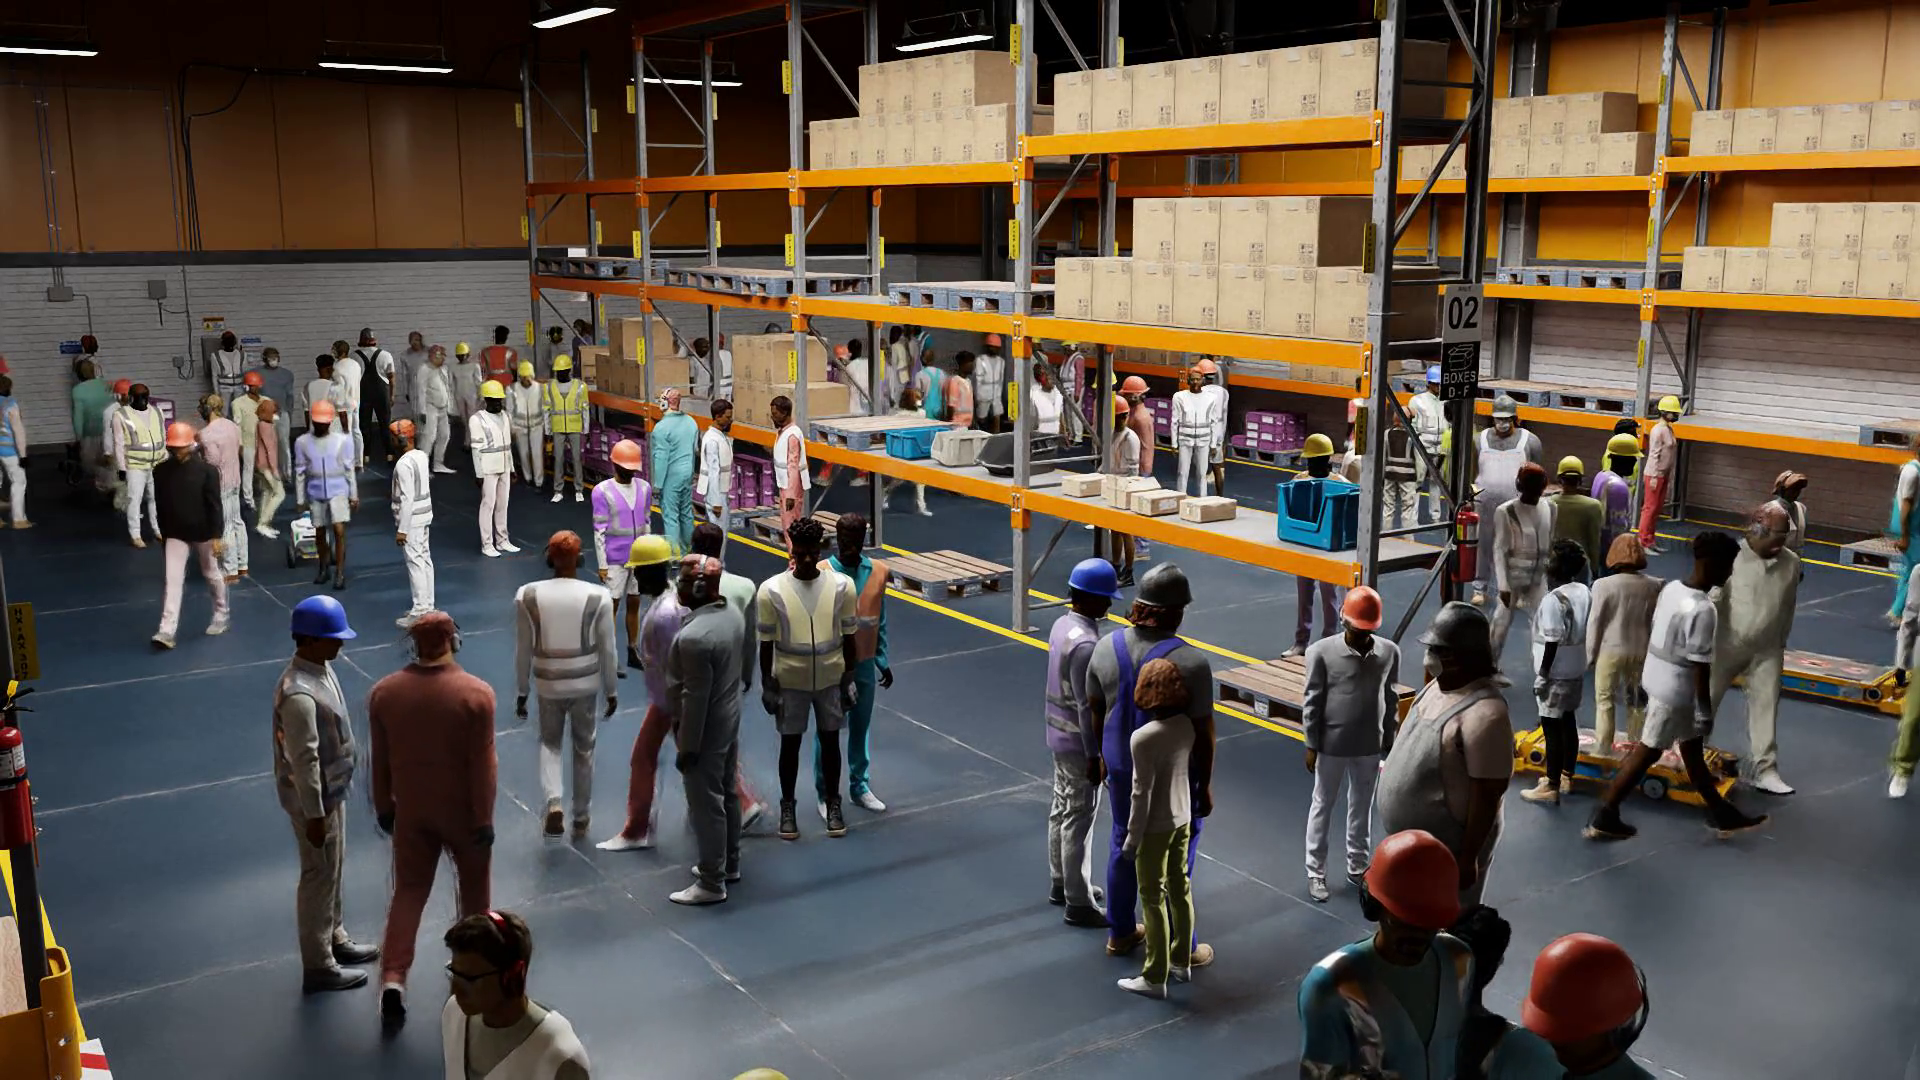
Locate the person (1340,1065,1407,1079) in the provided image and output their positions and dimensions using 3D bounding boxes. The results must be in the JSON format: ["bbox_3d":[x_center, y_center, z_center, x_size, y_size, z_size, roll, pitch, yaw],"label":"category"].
[{"bbox_3d":[0.798,2.055,3.634,0.564,1.922,0.645,-2,11,-10],"label":"person"}]

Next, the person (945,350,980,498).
[{"bbox_3d":[0.113,-1.510,21.811,0.718,1.940,0.644,4,12,19],"label":"person"}]

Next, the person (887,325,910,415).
[{"bbox_3d":[-1.065,-2.602,27.566,0.429,1.903,0.620,2,11,10],"label":"person"}]

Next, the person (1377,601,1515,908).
[{"bbox_3d":[2.119,1.266,7.374,0.537,2.000,0.682,-1,11,-5],"label":"person"}]

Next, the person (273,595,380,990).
[{"bbox_3d":[-3.055,1.207,7.967,0.419,1.933,0.615,-3,11,-14],"label":"person"}]

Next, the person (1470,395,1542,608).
[{"bbox_3d":[5.116,-0.370,15.744,0.682,2.000,0.535,5,12,23],"label":"person"}]

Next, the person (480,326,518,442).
[{"bbox_3d":[-7.487,-2.501,26.984,0.663,1.928,0.615,-1,11,-4],"label":"person"}]

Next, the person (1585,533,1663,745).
[{"bbox_3d":[4.379,0.763,11.010,0.495,1.627,0.272,-2,11,-10],"label":"person"}]

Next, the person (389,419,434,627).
[{"bbox_3d":[-4.966,-0.158,15.057,0.356,1.887,0.573,0,11,-2],"label":"person"}]

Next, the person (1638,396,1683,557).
[{"bbox_3d":[7.662,-0.699,18.164,0.344,1.760,0.526,9,14,38],"label":"person"}]

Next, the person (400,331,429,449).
[{"bbox_3d":[-8.620,-2.431,26.727,0.675,1.880,0.741,-1,11,-5],"label":"person"}]

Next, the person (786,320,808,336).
[{"bbox_3d":[-3.000,-3.193,30.704,0.626,1.844,0.429,1,11,4],"label":"person"}]

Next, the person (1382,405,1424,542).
[{"bbox_3d":[4.828,-0.651,18.210,0.513,1.642,0.313,10,15,42],"label":"person"}]

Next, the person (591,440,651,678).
[{"bbox_3d":[-2.683,0.142,13.421,0.389,1.926,0.547,11,15,43],"label":"person"}]

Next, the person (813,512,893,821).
[{"bbox_3d":[-0.697,0.764,10.273,0.587,1.914,0.390,-7,13,-33],"label":"person"}]

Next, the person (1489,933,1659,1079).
[{"bbox_3d":[1.522,1.916,4.187,0.392,1.986,0.609,-8,13,-35],"label":"person"}]

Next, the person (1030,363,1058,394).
[{"bbox_3d":[1.103,-1.594,22.887,0.531,1.698,0.320,-6,12,-27],"label":"person"}]

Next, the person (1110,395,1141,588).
[{"bbox_3d":[1.568,-0.485,16.624,0.374,1.929,0.542,-4,12,-22],"label":"person"}]

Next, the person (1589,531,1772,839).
[{"bbox_3d":[4.240,0.868,9.762,1.009,1.898,0.638,2,11,10],"label":"person"}]

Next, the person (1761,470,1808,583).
[{"bbox_3d":[6.722,0.240,13.652,0.514,1.640,0.309,-6,13,-28],"label":"person"}]

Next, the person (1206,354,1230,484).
[{"bbox_3d":[3.502,-1.785,23.010,0.403,2.033,0.606,5,12,25],"label":"person"}]

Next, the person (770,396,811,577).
[{"bbox_3d":[-1.724,-0.505,16.797,0.414,1.907,0.596,-3,12,-16],"label":"person"}]

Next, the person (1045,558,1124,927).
[{"bbox_3d":[0.646,1.050,8.743,0.402,1.937,0.604,-2,11,-10],"label":"person"}]

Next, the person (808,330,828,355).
[{"bbox_3d":[-2.616,-3.017,30.327,0.308,1.640,0.511,10,15,43],"label":"person"}]

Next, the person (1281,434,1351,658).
[{"bbox_3d":[2.952,0.074,13.764,0.385,1.925,0.592,-11,15,-44],"label":"person"}]

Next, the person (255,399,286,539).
[{"bbox_3d":[-7.908,-0.810,19.083,0.332,1.613,0.594,-6,12,-27],"label":"person"}]

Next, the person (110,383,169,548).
[{"bbox_3d":[-9.161,-0.843,18.683,0.429,1.839,0.634,7,13,33],"label":"person"}]

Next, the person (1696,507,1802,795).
[{"bbox_3d":[5.106,0.684,10.860,0.717,1.848,0.970,0,11,0],"label":"person"}]

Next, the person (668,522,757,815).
[{"bbox_3d":[-1.502,0.821,10.049,0.581,1.879,0.874,0,11,-2],"label":"person"}]

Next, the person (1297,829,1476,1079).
[{"bbox_3d":[1.223,1.784,4.723,0.609,2.040,0.394,-6,13,-30],"label":"person"}]

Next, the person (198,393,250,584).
[{"bbox_3d":[-7.449,-0.520,16.777,0.354,1.937,0.635,0,11,2],"label":"person"}]

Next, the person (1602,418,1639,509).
[{"bbox_3d":[6.612,-0.385,16.701,0.540,1.697,0.318,-10,15,-42],"label":"person"}]

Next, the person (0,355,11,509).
[{"bbox_3d":[-12.276,-1.395,21.158,0.397,1.995,0.775,-9,14,-40],"label":"person"}]

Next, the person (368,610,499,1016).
[{"bbox_3d":[-2.505,1.267,7.886,0.646,1.852,0.997,1,11,5],"label":"person"}]

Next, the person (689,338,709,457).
[{"bbox_3d":[-4.007,-2.193,25.599,0.356,1.838,0.509,5,12,23],"label":"person"}]

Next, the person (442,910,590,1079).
[{"bbox_3d":[-1.227,1.895,4.666,0.570,1.844,0.380,9,14,39],"label":"person"}]

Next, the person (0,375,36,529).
[{"bbox_3d":[-11.329,-1.037,19.694,0.638,1.842,0.431,3,11,15],"label":"person"}]

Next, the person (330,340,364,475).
[{"bbox_3d":[-8.788,-1.892,23.795,0.364,1.939,0.636,2,11,9],"label":"person"}]

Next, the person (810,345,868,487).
[{"bbox_3d":[-1.643,-1.668,22.626,0.963,1.946,0.612,-9,14,-40],"label":"person"}]

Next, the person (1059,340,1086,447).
[{"bbox_3d":[1.805,-2.396,26.703,0.404,1.820,0.596,-3,12,-17],"label":"person"}]

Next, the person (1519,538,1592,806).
[{"bbox_3d":[3.779,0.823,10.515,0.315,1.699,0.541,10,15,41],"label":"person"}]

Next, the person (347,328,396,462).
[{"bbox_3d":[-8.889,-2.201,25.118,0.681,2.000,0.536,-4,12,-20],"label":"person"}]

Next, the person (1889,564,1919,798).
[{"bbox_3d":[6.150,0.764,10.245,0.580,1.928,0.706,-10,15,-42],"label":"person"}]

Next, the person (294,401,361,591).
[{"bbox_3d":[-6.276,-0.432,16.473,0.605,1.876,0.973,-2,11,-12],"label":"person"}]

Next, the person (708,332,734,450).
[{"bbox_3d":[-3.760,-2.318,26.113,0.356,1.886,0.574,6,12,27],"label":"person"}]

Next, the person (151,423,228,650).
[{"bbox_3d":[-6.671,-0.048,14.373,0.628,1.930,1.043,0,11,-1],"label":"person"}]
